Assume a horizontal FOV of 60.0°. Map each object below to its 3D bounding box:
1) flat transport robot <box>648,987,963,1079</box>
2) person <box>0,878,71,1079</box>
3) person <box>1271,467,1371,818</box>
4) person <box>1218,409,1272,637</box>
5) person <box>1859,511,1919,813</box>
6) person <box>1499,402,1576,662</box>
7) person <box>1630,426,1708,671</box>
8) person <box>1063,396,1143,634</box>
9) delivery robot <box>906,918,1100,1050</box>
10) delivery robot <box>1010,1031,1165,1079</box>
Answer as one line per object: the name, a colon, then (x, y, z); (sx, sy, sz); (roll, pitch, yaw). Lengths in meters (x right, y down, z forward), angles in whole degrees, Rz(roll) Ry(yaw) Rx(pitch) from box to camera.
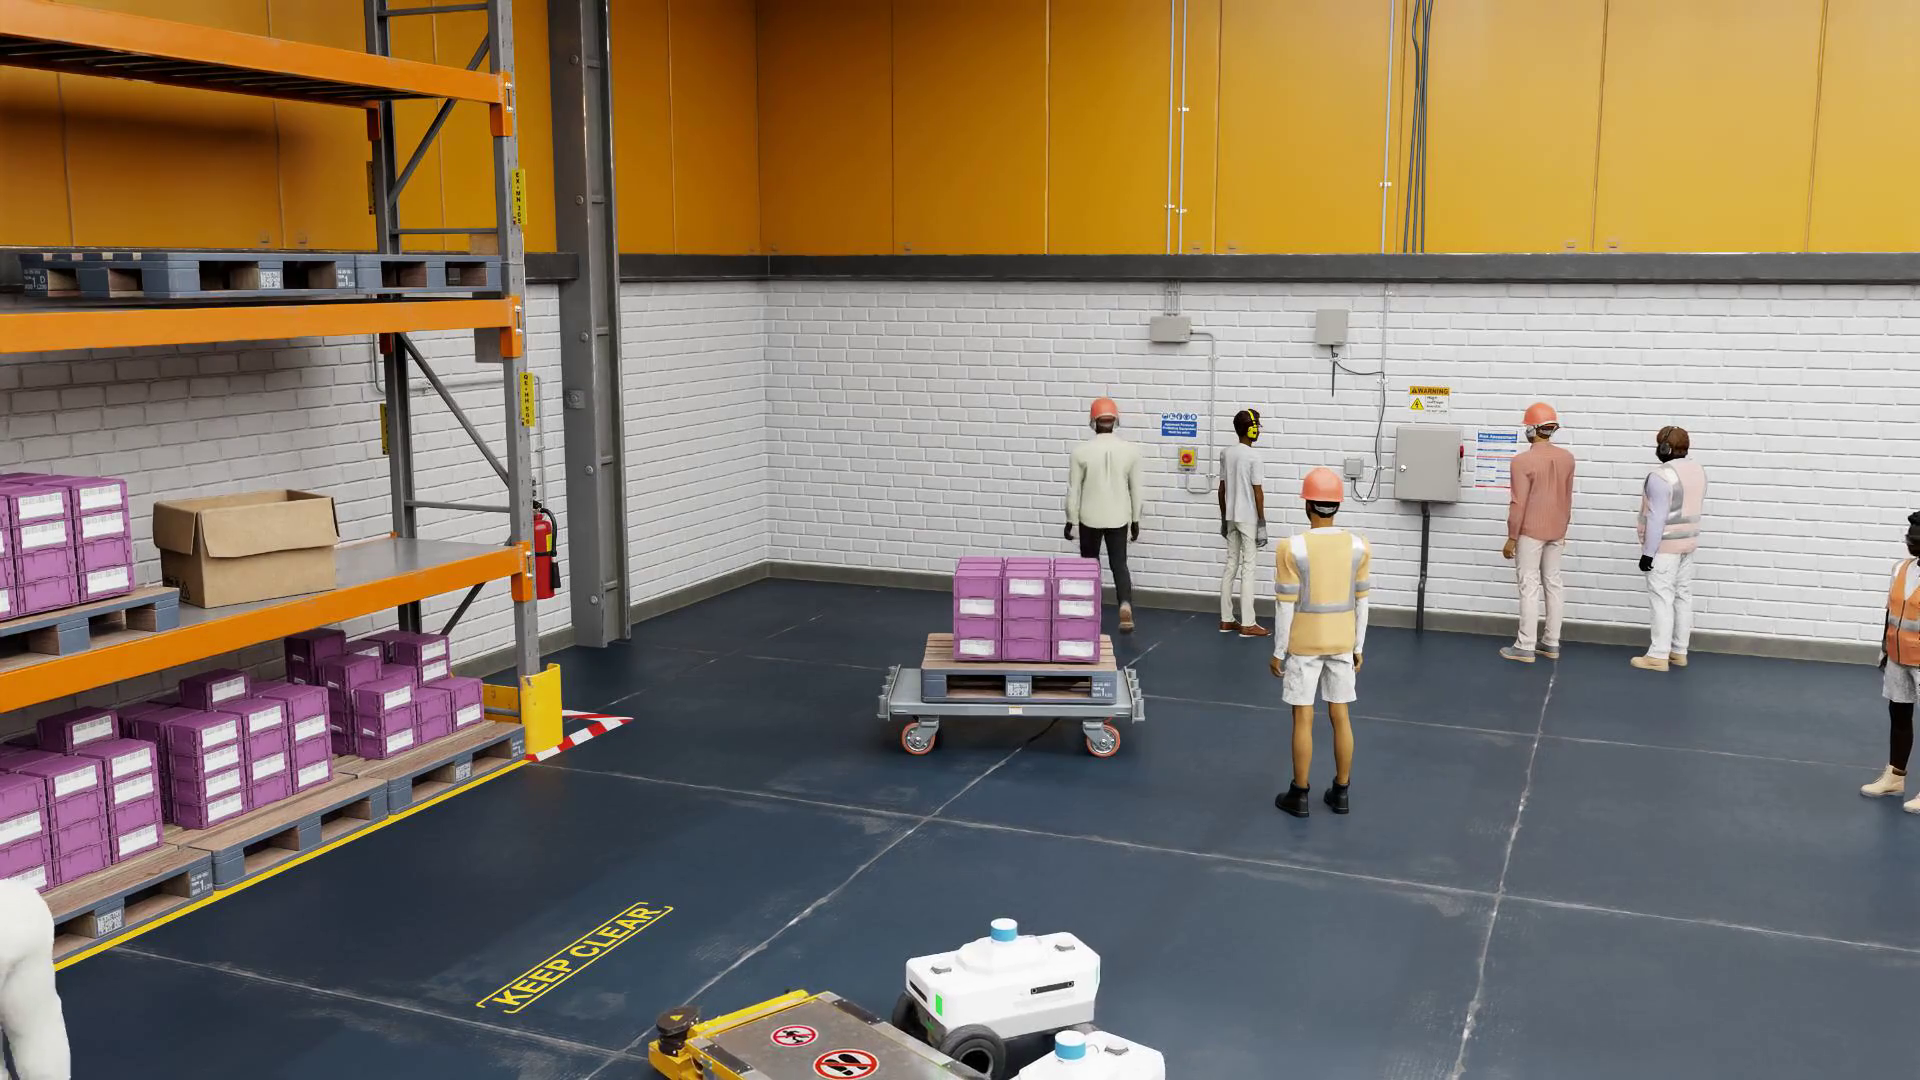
flat transport robot: (-0.463, 1.931, 5.929); (0.652, 0.197, 1.431); (-8, 12, -40)
person: (-2.444, 1.440, 3.915); (0.647, 1.921, 0.752); (-5, 10, -26)
person: (1.971, 0.566, 9.164); (0.542, 1.938, 0.358); (-2, 10, -11)
person: (2.335, -0.138, 13.669); (0.328, 1.862, 0.518); (-6, 11, -33)
person: (5.351, 0.667, 9.279); (0.315, 1.697, 0.553); (-2, 10, -14)
person: (4.426, -0.059, 12.776); (0.612, 1.996, 0.389); (-4, 10, -25)
person: (5.319, 0.061, 12.519); (0.626, 1.843, 0.430); (-7, 11, -35)
person: (1.176, -0.180, 13.563); (0.644, 1.977, 0.700); (-2, 10, -10)
delivery robot: (0.168, 1.681, 6.306); (0.707, 0.478, 0.477); (-4, 10, -23)
delivery robot: (0.356, 1.834, 5.381); (0.477, 0.478, 0.707); (8, 12, 40)
